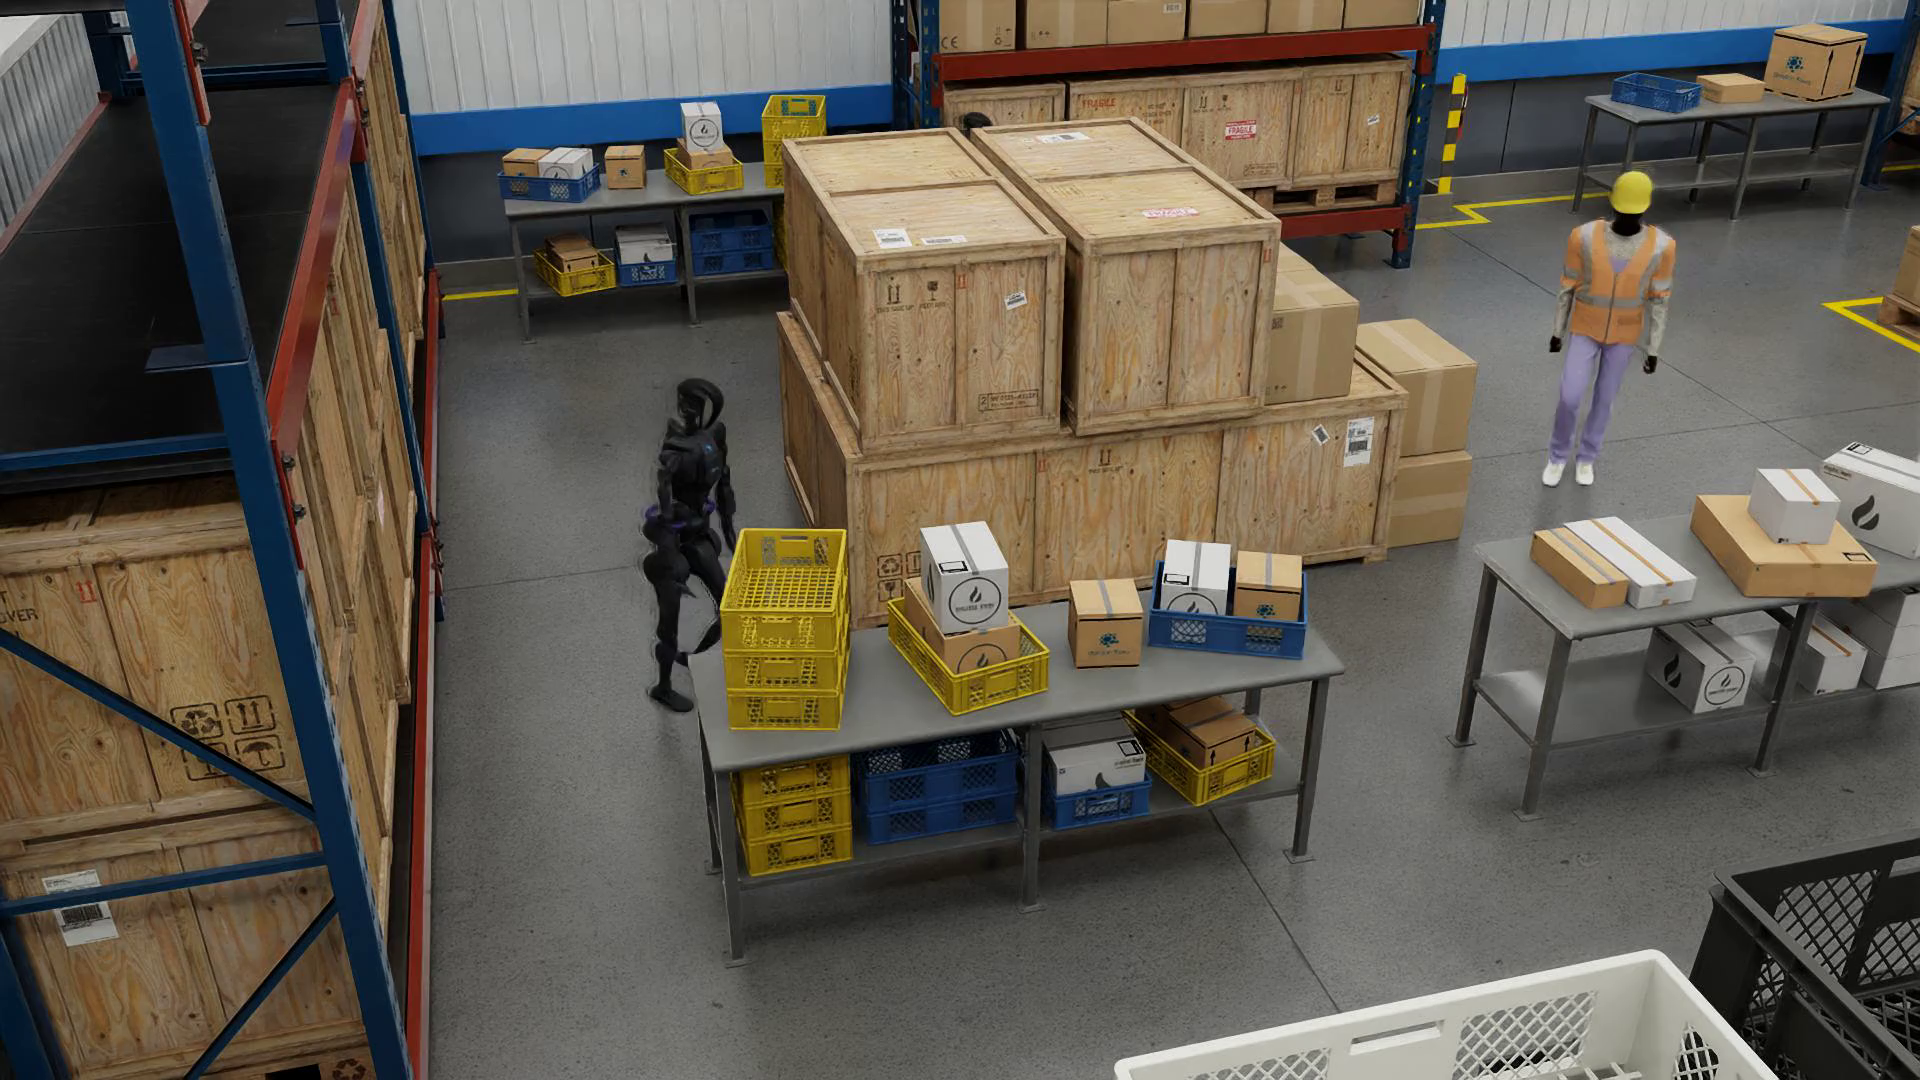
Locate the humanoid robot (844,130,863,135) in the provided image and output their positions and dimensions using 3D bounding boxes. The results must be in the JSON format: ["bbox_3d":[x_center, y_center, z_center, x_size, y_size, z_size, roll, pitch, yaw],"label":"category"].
[{"bbox_3d":[-0.681,-1.930,11.158,0.349,1.651,0.565,23,36,35],"label":"humanoid robot"}]

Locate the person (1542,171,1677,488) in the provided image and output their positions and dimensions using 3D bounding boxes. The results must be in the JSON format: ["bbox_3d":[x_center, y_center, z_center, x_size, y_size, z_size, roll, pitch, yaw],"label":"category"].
[{"bbox_3d":[3.708,-1.166,9.538,0.595,1.908,0.586,9,30,15],"label":"person"}]

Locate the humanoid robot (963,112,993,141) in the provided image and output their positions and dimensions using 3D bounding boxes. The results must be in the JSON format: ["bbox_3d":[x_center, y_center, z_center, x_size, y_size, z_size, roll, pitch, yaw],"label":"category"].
[{"bbox_3d":[0.013,-2.222,11.703,0.414,1.627,0.629,-3,29,-6],"label":"humanoid robot"}]

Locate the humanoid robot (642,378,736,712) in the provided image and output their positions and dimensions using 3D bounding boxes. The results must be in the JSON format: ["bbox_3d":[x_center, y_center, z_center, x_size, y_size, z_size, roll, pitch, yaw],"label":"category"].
[{"bbox_3d":[-1.239,0.039,7.592,0.489,1.628,0.720,17,33,27],"label":"humanoid robot"}]
